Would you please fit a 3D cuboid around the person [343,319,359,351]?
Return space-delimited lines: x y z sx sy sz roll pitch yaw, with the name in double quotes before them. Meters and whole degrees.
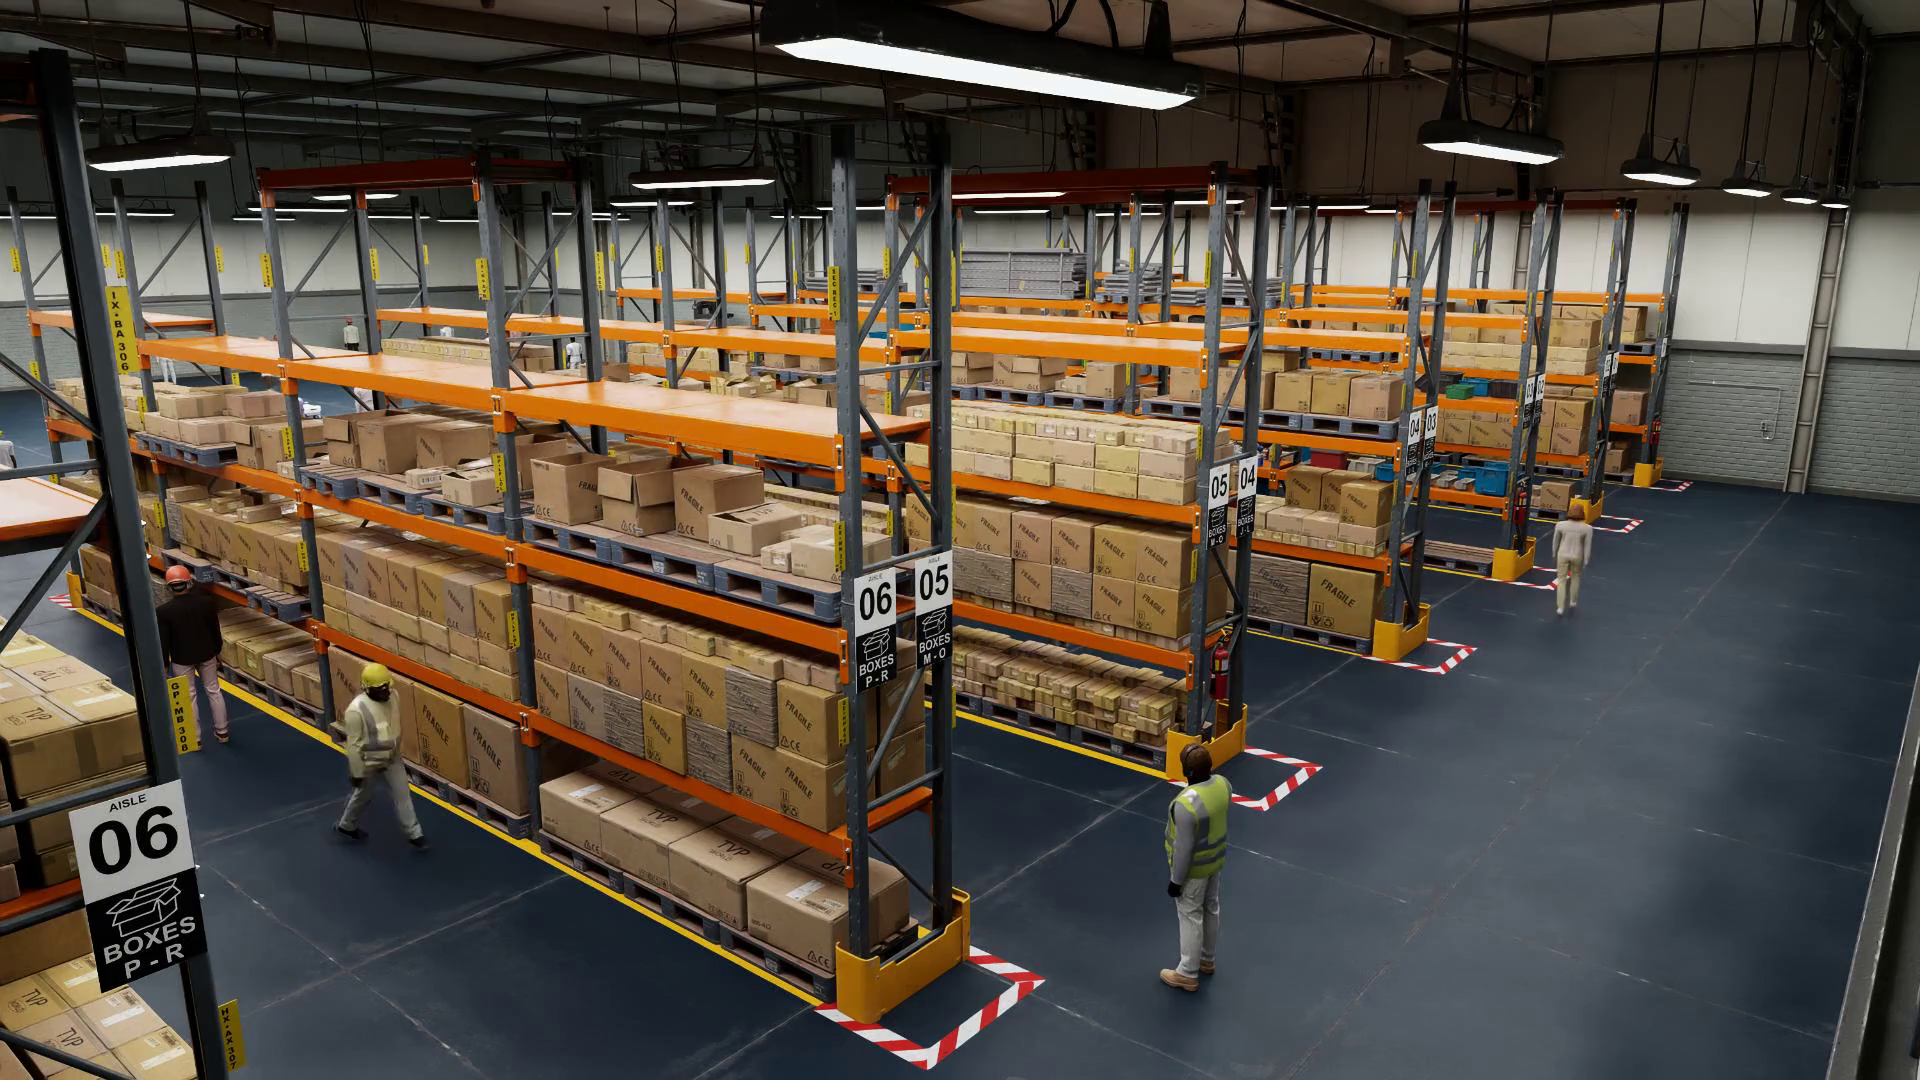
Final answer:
"person" -25.202 -8.191 52.165 0.387 1.996 0.611 12 18 40

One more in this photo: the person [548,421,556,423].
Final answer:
"person" -9.829 -2.945 30.705 0.377 1.940 0.628 12 18 40

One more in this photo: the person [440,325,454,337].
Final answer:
"person" -21.160 -8.124 52.001 0.402 1.942 0.604 12 18 40

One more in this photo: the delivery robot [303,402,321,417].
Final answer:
"delivery robot" -19.228 -3.818 37.073 0.477 0.478 0.707 11 17 38

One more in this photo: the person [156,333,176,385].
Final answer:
"person" -28.471 -6.448 45.123 0.377 1.936 0.628 12 18 40

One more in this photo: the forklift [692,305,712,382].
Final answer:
"forklift" -9.511 -7.392 47.124 1.873 2.768 1.129 11 17 38

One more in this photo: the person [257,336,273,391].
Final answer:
"person" -23.495 -5.859 42.528 0.645 2.018 0.584 2 14 9

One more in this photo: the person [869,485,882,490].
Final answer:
"person" -1.608 -1.381 24.049 0.389 2.045 0.606 12 18 40

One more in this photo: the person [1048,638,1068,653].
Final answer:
"person" 1.207 0.660 16.111 0.404 1.827 0.589 12 18 40

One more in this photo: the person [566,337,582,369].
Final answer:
"person" -13.600 -6.299 44.451 0.373 1.962 0.605 12 18 40

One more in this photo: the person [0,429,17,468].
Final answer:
"person" -18.180 -1.250 23.892 0.334 1.864 0.521 12 18 40

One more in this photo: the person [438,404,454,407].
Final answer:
"person" -13.167 -3.303 32.316 0.334 1.873 0.521 12 18 40

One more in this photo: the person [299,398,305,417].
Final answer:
"person" -15.869 -2.752 29.931 0.381 1.928 0.587 12 18 40

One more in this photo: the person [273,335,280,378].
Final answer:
"person" -25.982 -7.010 48.047 0.314 1.642 0.514 12 18 40

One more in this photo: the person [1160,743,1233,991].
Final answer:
"person" 1.693 2.351 9.132 0.430 1.840 0.622 12 18 40

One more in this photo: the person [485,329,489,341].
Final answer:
"person" -17.563 -6.958 47.227 0.376 1.933 0.544 12 18 40

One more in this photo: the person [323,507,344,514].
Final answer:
"person" -12.099 -1.324 24.037 0.377 1.940 0.628 12 18 40

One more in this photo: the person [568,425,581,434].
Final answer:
"person" -7.960 -1.770 25.746 0.698 2.000 0.541 10 17 36

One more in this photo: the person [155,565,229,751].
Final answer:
"person" -8.162 1.242 13.374 0.392 1.990 0.611 12 18 40

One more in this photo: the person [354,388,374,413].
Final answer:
"person" -15.234 -3.338 32.398 0.401 1.904 0.640 12 18 40

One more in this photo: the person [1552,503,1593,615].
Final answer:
"person" 8.850 0.250 18.258 0.506 1.602 0.818 7 15 25

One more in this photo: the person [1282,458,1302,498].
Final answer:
"person" 6.821 -1.502 25.090 0.991 1.800 0.532 9 17 34

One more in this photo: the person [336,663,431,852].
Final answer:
"person" -5.192 1.897 11.152 0.935 1.777 0.645 5 15 21

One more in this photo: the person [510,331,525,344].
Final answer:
"person" -18.196 -8.048 51.760 0.401 1.910 0.640 12 18 40
